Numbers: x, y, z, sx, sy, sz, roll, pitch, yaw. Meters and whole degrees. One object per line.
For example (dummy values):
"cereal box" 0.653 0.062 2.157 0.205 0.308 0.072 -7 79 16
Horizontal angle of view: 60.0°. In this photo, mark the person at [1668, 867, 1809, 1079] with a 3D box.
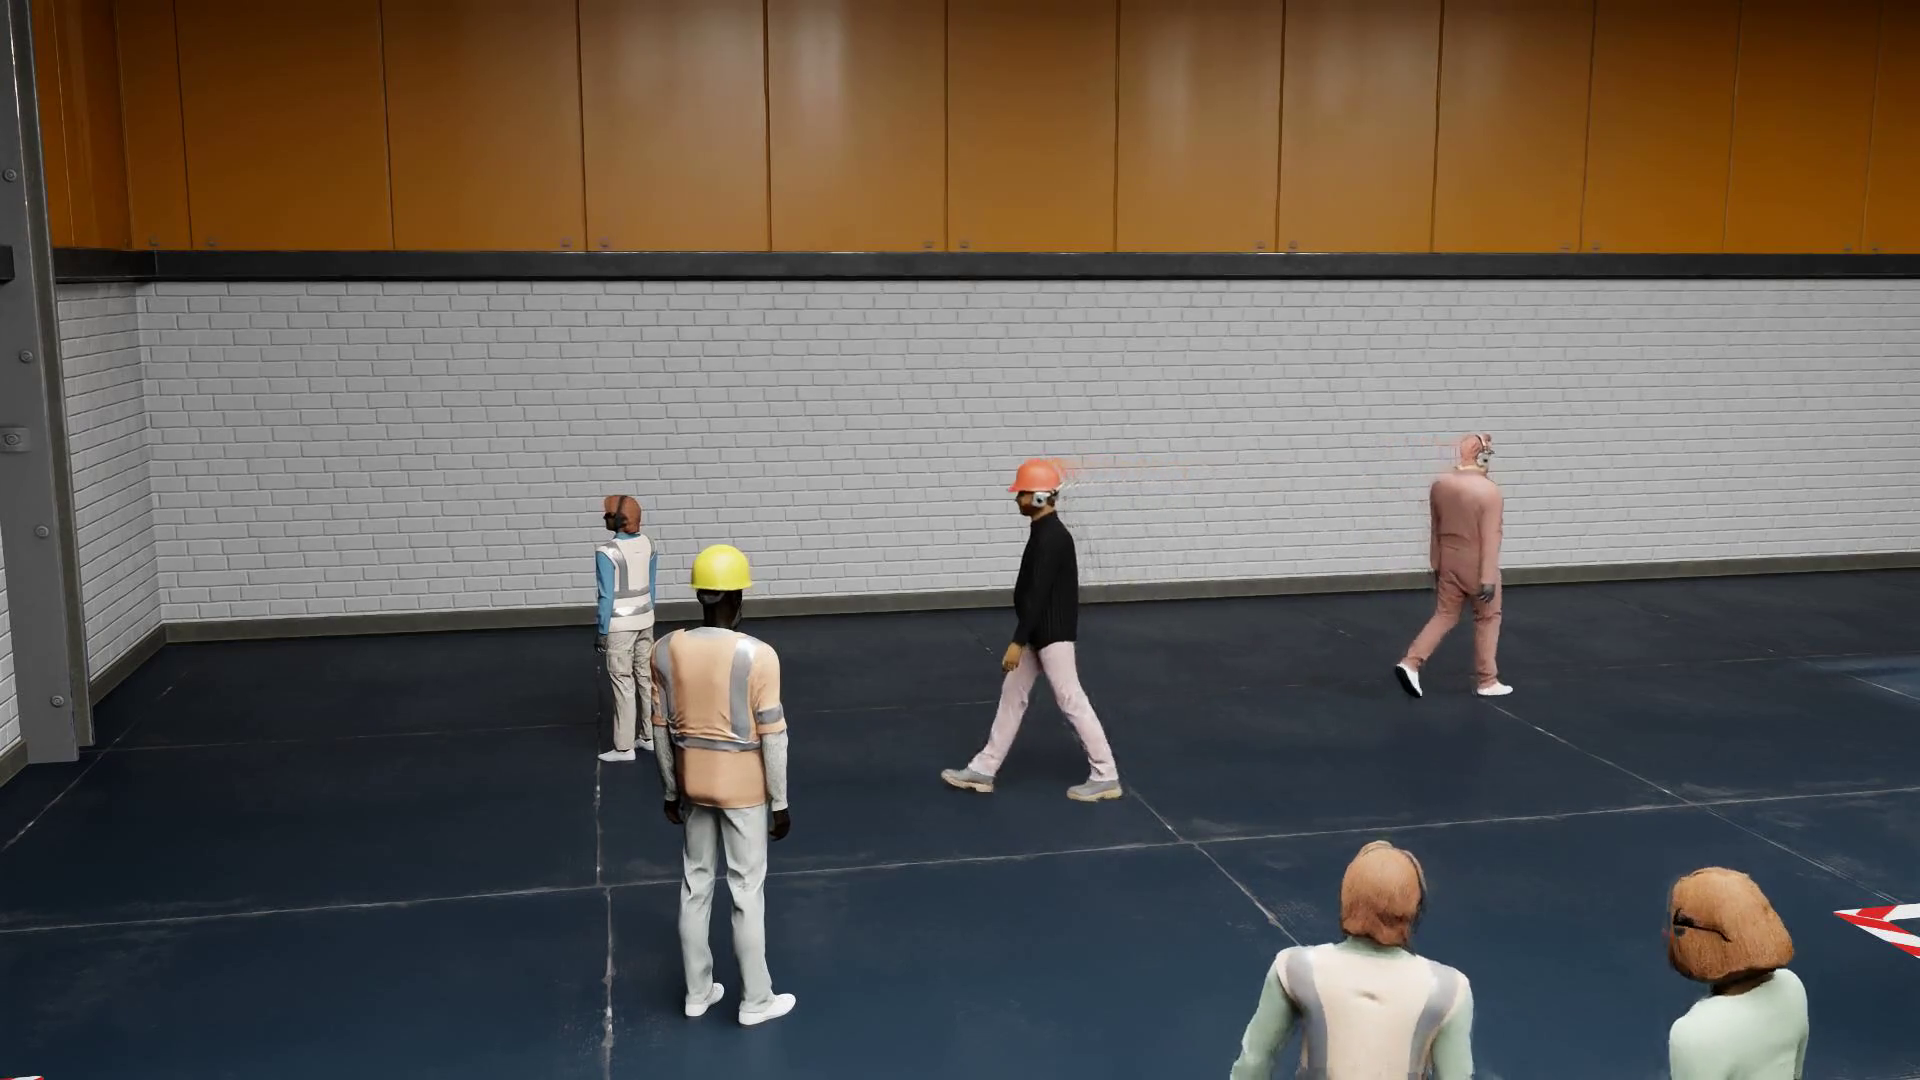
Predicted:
"person" 1.781 1.563 3.951 0.516 1.625 0.367 -7 11 -35

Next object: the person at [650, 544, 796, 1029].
"person" -0.934 0.972 6.591 0.586 1.929 0.370 4 10 22

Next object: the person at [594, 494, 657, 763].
"person" -2.027 0.534 10.132 0.306 1.642 0.522 5 10 27

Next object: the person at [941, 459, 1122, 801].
"person" 0.442 0.516 9.343 1.030 1.943 0.608 0 9 -3

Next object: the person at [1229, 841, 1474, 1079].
"person" 0.951 1.544 4.150 0.603 1.581 0.879 2 9 11

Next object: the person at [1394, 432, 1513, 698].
"person" 3.468 0.189 11.529 0.857 1.881 0.651 -5 10 -26
